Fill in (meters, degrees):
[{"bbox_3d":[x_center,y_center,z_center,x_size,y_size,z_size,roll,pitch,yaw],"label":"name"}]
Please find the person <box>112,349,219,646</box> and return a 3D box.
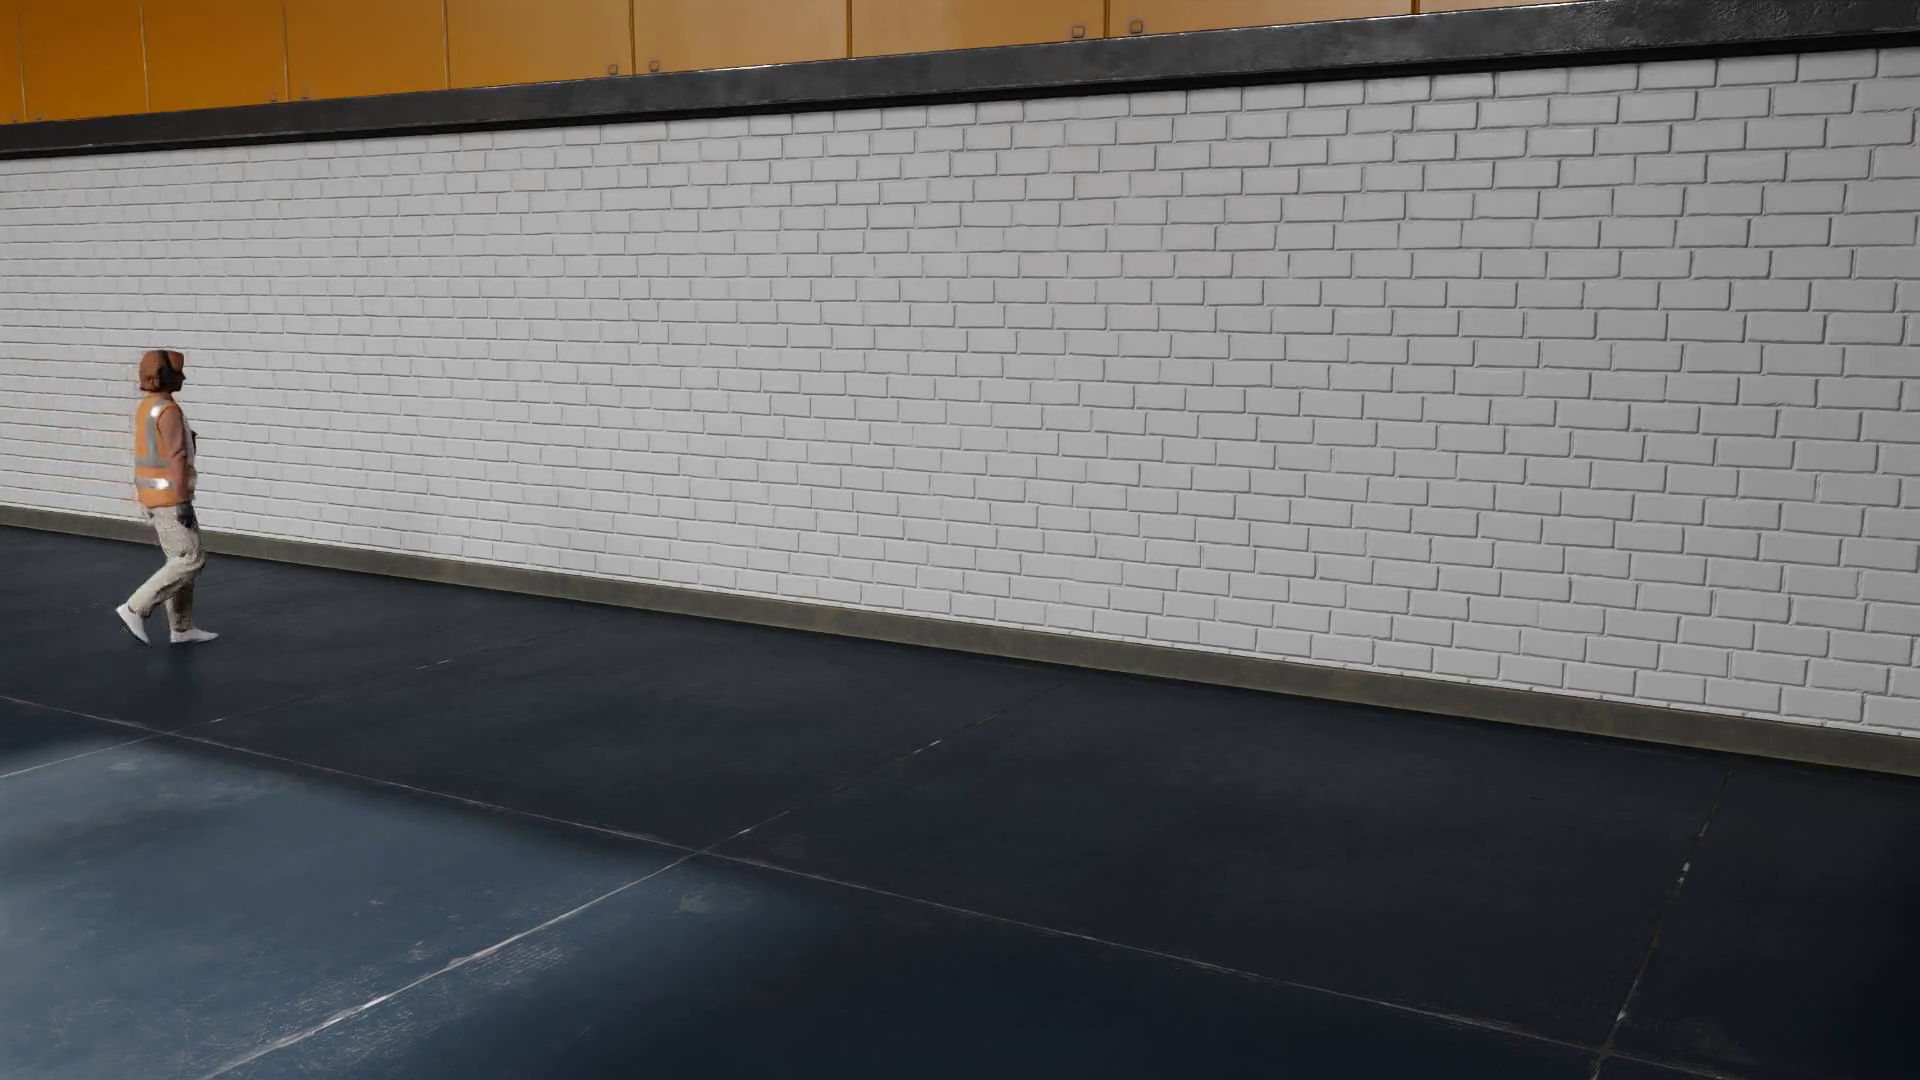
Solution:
[{"bbox_3d":[-4.283,-0.208,8.912,0.463,1.620,0.528,-7,12,-38],"label":"person"}]
